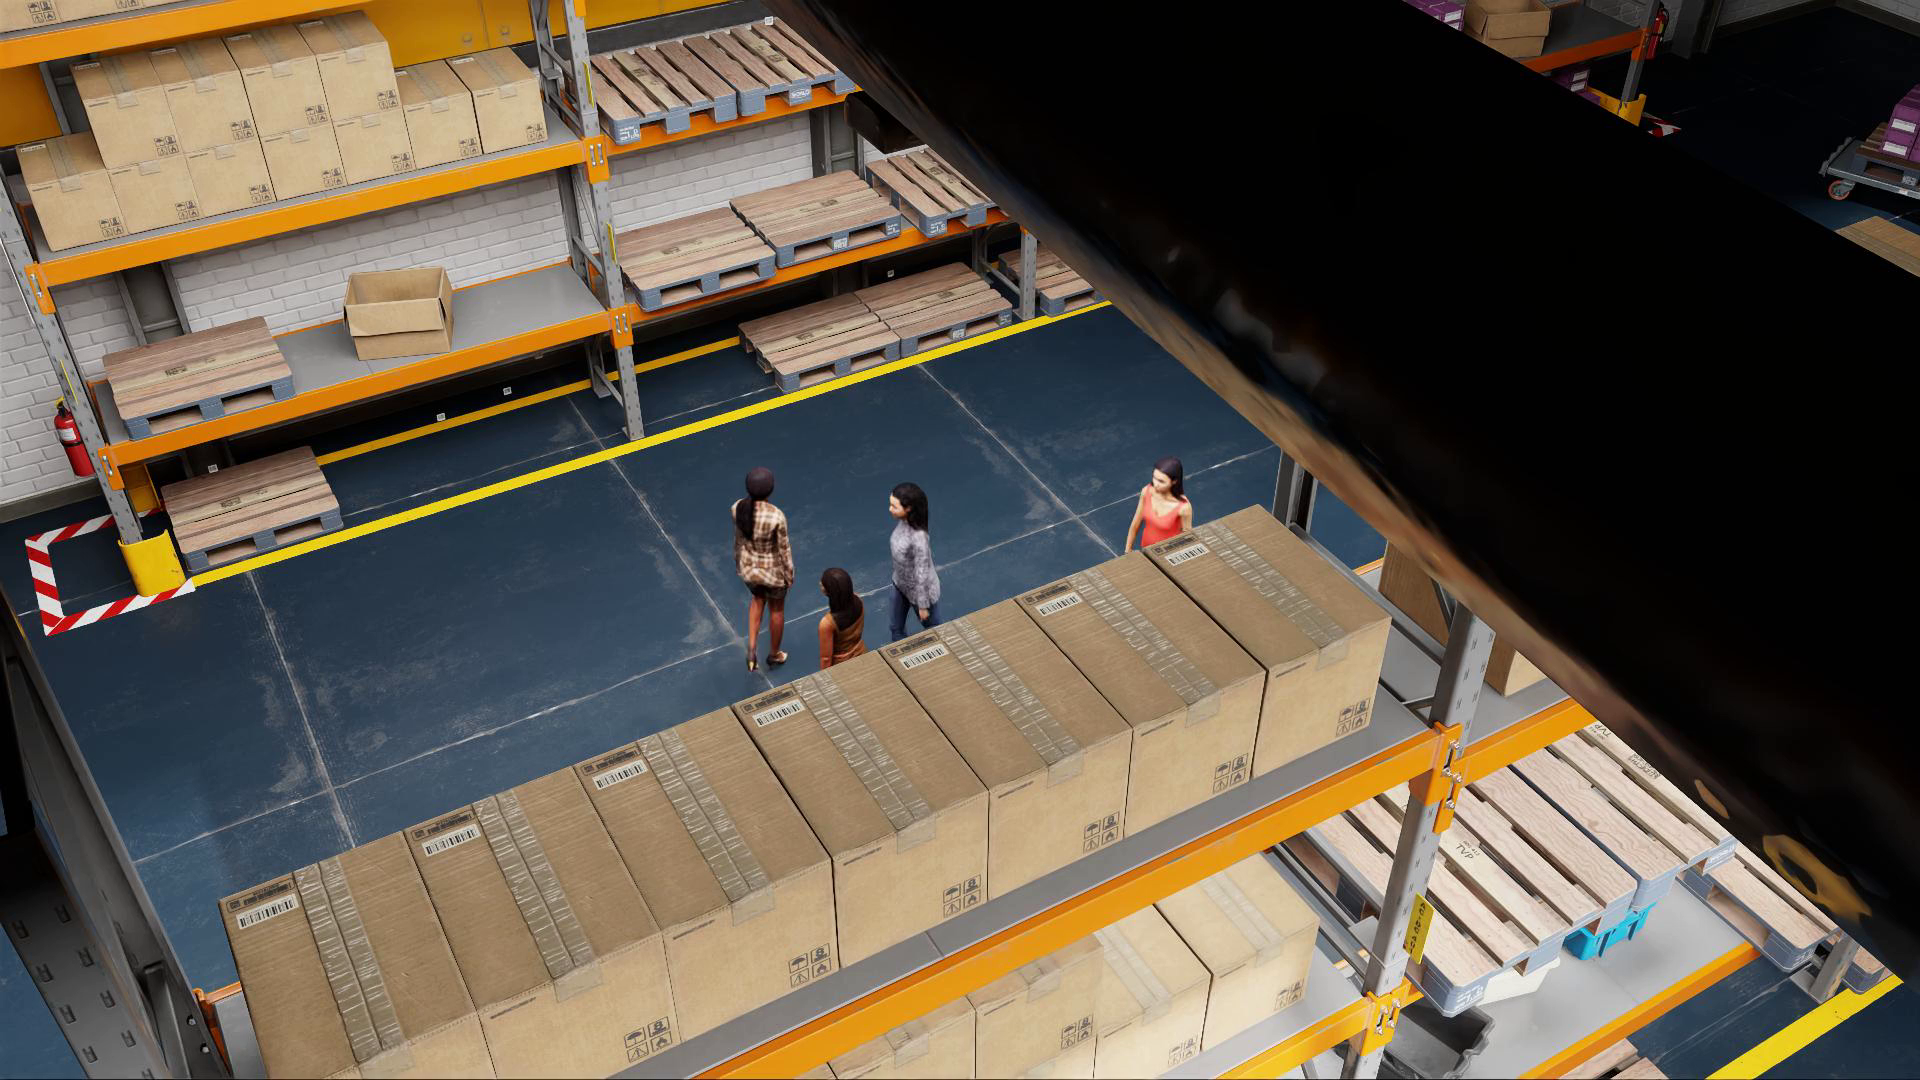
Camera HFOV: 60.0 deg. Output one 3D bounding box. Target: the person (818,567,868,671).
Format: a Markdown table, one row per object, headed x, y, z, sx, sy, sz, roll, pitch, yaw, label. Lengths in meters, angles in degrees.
| x | y | z | sx | sy | sz | roll | pitch | yaw | label |
| --- | --- | --- | --- | --- | --- | --- | --- | --- | --- |
| -0.753 | 0.850 | 10.928 | 0.697 | 1.683 | 0.587 | 22 | 43 | 25 | person |

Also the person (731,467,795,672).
| x | y | z | sx | sy | sz | roll | pitch | yaw | label |
| --- | --- | --- | --- | --- | --- | --- | --- | --- | --- |
| -1.405 | 0.284 | 11.561 | 0.777 | 1.779 | 0.846 | 16 | 41 | 19 | person |

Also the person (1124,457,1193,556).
| x | y | z | sx | sy | sz | roll | pitch | yaw | label |
| --- | --- | --- | --- | --- | --- | --- | --- | --- | --- |
| 1.485 | 0.091 | 11.892 | 0.817 | 1.668 | 1.202 | 32 | 48 | 33 | person |
